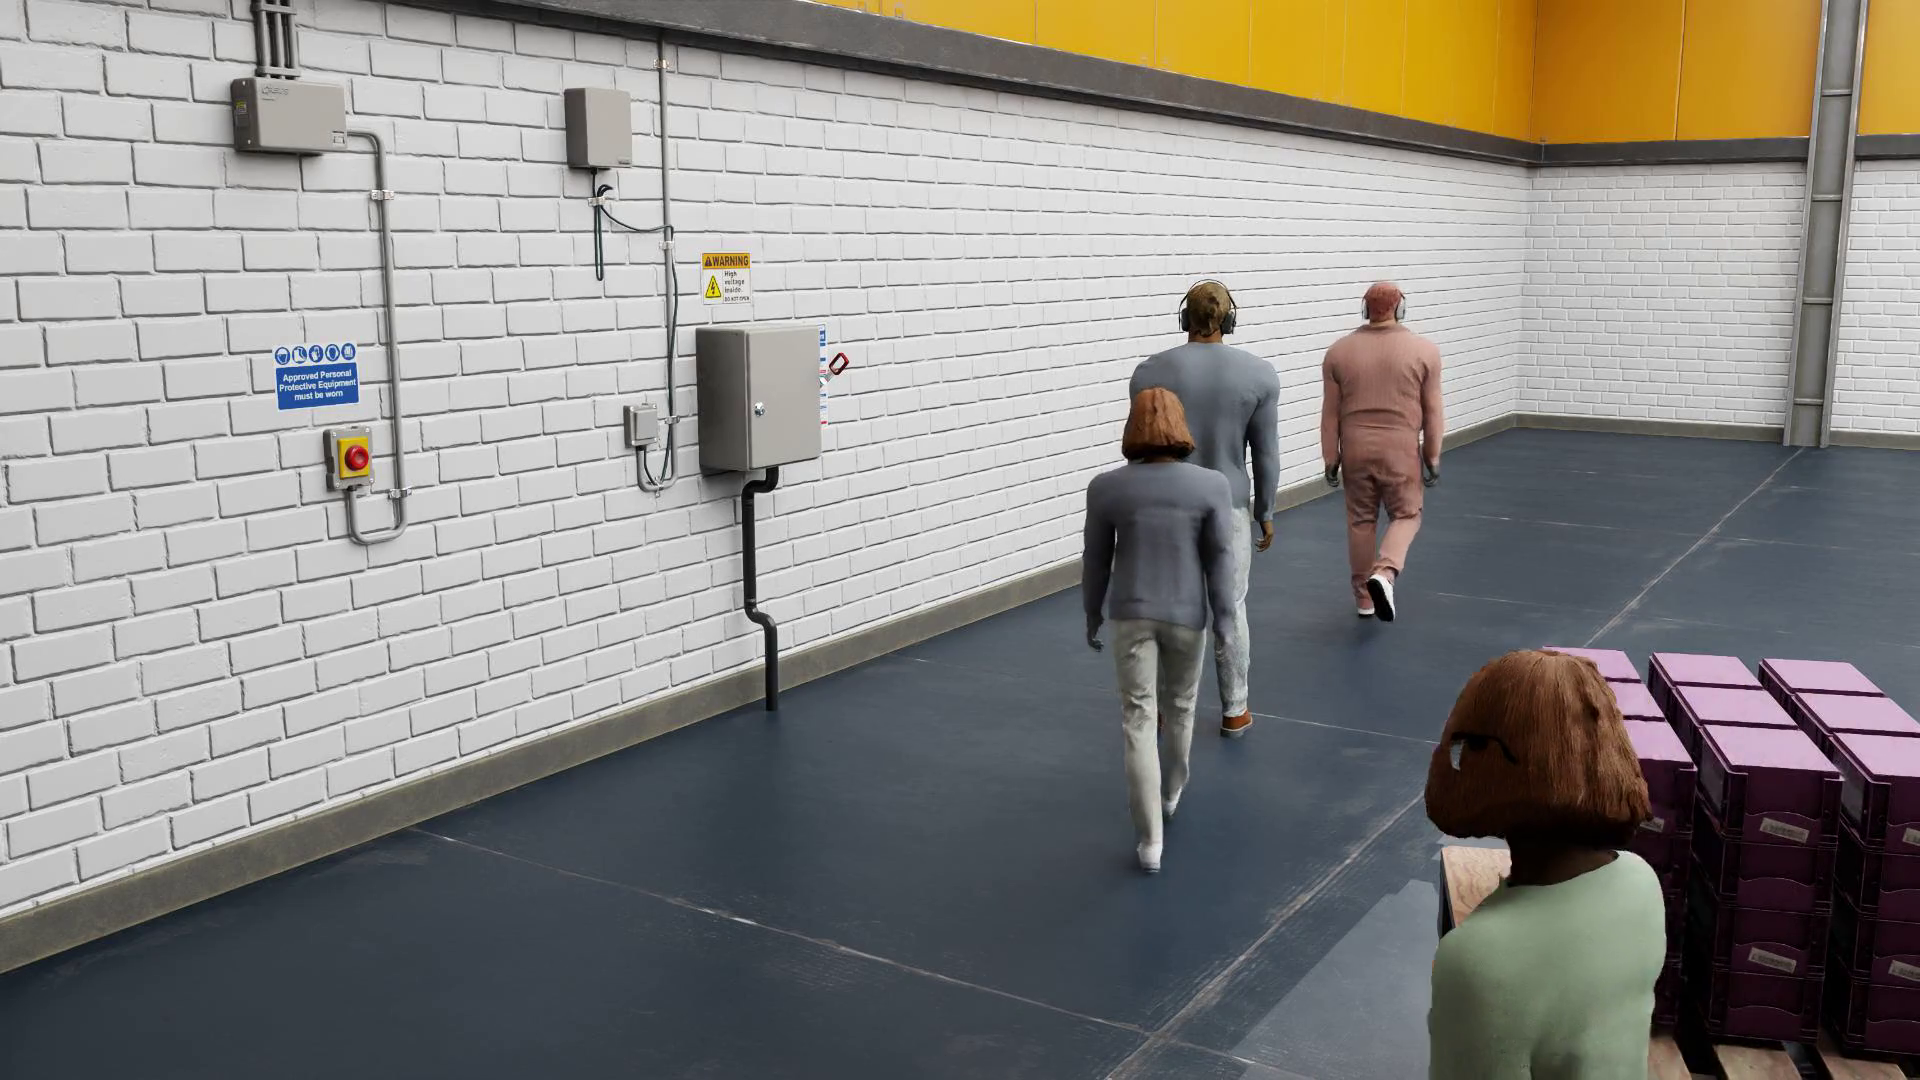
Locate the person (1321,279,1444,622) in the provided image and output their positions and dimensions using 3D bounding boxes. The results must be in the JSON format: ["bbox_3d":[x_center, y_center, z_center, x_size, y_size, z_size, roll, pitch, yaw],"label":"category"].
[{"bbox_3d":[2.288,-0.471,9.082,0.659,1.892,0.621,5,11,26],"label":"person"}]

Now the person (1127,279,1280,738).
[{"bbox_3d":[1.024,-0.123,7.033,0.635,1.937,0.355,2,10,8],"label":"person"}]

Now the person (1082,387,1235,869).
[{"bbox_3d":[0.680,0.271,5.783,0.513,1.590,0.812,1,10,4],"label":"person"}]

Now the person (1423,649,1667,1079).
[{"bbox_3d":[0.662,0.925,2.173,0.514,1.585,0.810,-9,13,-40],"label":"person"}]
